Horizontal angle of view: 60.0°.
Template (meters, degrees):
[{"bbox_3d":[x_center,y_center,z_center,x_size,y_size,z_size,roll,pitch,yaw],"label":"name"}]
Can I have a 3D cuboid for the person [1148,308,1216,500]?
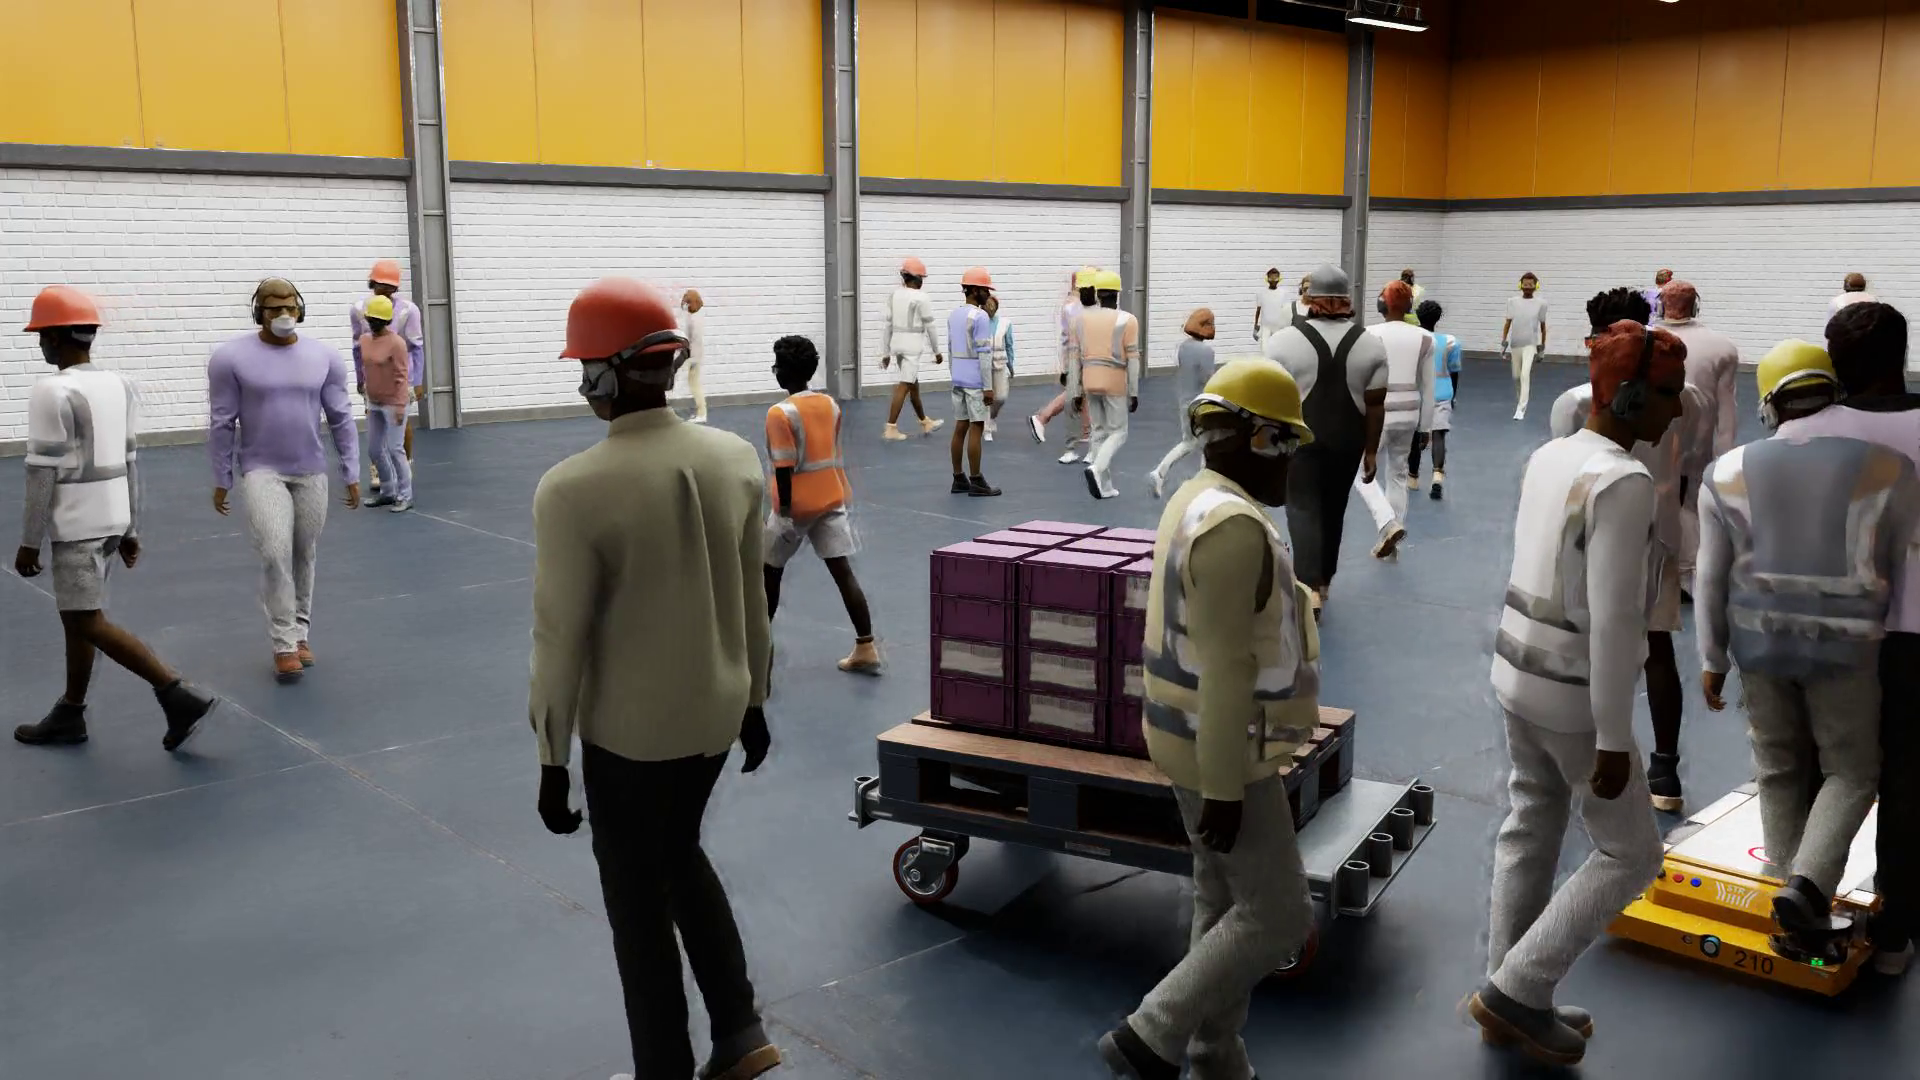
[{"bbox_3d":[1.876,-1.079,13.509,0.641,1.611,0.508,-5,11,-26],"label":"person"}]

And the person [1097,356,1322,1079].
[{"bbox_3d":[0.611,0.483,3.830,0.426,1.791,0.636,0,10,2],"label":"person"}]

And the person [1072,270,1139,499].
[{"bbox_3d":[1.170,-1.257,13.672,0.603,1.911,0.635,6,11,31],"label":"person"}]

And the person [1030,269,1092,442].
[{"bbox_3d":[1.193,-1.967,17.917,0.801,1.886,0.656,0,10,1],"label":"person"}]

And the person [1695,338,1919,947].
[{"bbox_3d":[2.408,0.330,4.754,0.635,1.788,0.651,8,12,38],"label":"person"}]

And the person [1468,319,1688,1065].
[{"bbox_3d":[1.523,0.398,4.096,0.400,1.870,0.617,-1,10,-4],"label":"person"}]

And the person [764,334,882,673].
[{"bbox_3d":[-0.763,-0.173,8.103,0.913,1.645,0.534,7,12,35],"label":"person"}]

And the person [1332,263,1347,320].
[{"bbox_3d":[4.478,-2.349,20.003,0.378,1.937,0.628,2,10,13],"label":"person"}]

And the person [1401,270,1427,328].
[{"bbox_3d":[7.475,-3.622,27.877,0.670,1.792,0.962,6,11,32],"label":"person"}]

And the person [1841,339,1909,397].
[{"bbox_3d":[7.669,-1.164,13.980,0.517,1.617,0.606,4,11,25],"label":"person"}]

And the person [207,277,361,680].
[{"bbox_3d":[-3.197,-0.288,7.982,0.662,1.913,0.773,-7,12,-36],"label":"person"}]

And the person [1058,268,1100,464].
[{"bbox_3d":[1.198,-1.661,16.051,0.623,1.901,0.750,5,11,25],"label":"person"}]

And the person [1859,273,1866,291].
[{"bbox_3d":[14.500,-3.445,26.982,0.294,1.744,0.486,-3,10,-18],"label":"person"}]

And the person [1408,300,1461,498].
[{"bbox_3d":[3.961,-1.200,14.069,0.523,1.664,0.855,2,10,13],"label":"person"}]

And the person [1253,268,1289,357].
[{"bbox_3d":[4.770,-3.215,25.402,0.552,1.821,0.929,1,10,8],"label":"person"}]

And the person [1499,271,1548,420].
[{"bbox_3d":[7.082,-2.445,20.861,0.515,1.840,0.909,6,12,33],"label":"person"}]

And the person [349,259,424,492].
[{"bbox_3d":[-4.927,-1.407,14.312,0.633,1.982,0.983,-1,10,-6],"label":"person"}]

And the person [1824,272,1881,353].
[{"bbox_3d":[10.639,-2.282,19.924,0.647,1.826,0.528,1,10,6],"label":"person"}]

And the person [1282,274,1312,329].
[{"bbox_3d":[3.671,-1.923,17.813,0.546,1.832,0.519,1,10,7],"label":"person"}]

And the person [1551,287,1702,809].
[{"bbox_3d":[2.494,0.002,6.338,0.616,1.908,1.050,-1,10,-6],"label":"person"}]

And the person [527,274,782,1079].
[{"bbox_3d":[-0.704,0.401,3.762,0.429,1.979,0.641,8,12,39],"label":"person"}]

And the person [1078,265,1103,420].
[{"bbox_3d":[1.634,-2.420,20.503,0.409,1.907,0.651,6,11,29],"label":"person"}]

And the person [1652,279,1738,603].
[{"bbox_3d":[4.056,-0.535,9.510,0.675,1.886,0.524,4,10,21],"label":"person"}]

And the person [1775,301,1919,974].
[{"bbox_3d":[2.680,0.264,4.827,0.692,1.887,0.650,4,10,21],"label":"person"}]

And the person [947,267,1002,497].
[{"bbox_3d":[0.115,-1.335,14.073,0.376,1.933,0.544,-6,11,-31],"label":"person"}]

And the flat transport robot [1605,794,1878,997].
[{"bbox_3d":[2.608,1.016,5.167,0.652,0.197,1.431,9,13,44],"label":"flat transport robot"}]

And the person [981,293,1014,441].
[{"bbox_3d":[0.325,-1.905,18.313,0.527,1.620,0.455,-2,10,-14],"label":"person"}]

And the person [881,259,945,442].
[{"bbox_3d":[-0.503,-2.085,18.295,1.019,1.981,0.605,-9,13,-42],"label":"person"}]

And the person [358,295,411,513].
[{"bbox_3d":[-4.522,-1.065,13.092,0.573,1.722,0.450,6,11,31],"label":"person"}]

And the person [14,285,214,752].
[{"bbox_3d":[-3.488,-0.072,6.743,0.870,1.914,0.544,0,10,2],"label":"person"}]

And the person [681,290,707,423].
[{"bbox_3d":[-3.229,-2.230,20.265,0.305,1.600,0.647,-2,10,-11],"label":"person"}]

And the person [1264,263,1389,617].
[{"bbox_3d":[2.049,-0.601,9.456,0.686,2.000,1.039,0,10,-1],"label":"person"}]

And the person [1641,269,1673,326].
[{"bbox_3d":[9.575,-2.785,22.814,0.375,1.843,0.575,-7,12,-37],"label":"person"}]

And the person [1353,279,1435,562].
[{"bbox_3d":[2.839,-0.760,10.884,0.588,1.871,0.501,-2,10,-12],"label":"person"}]
